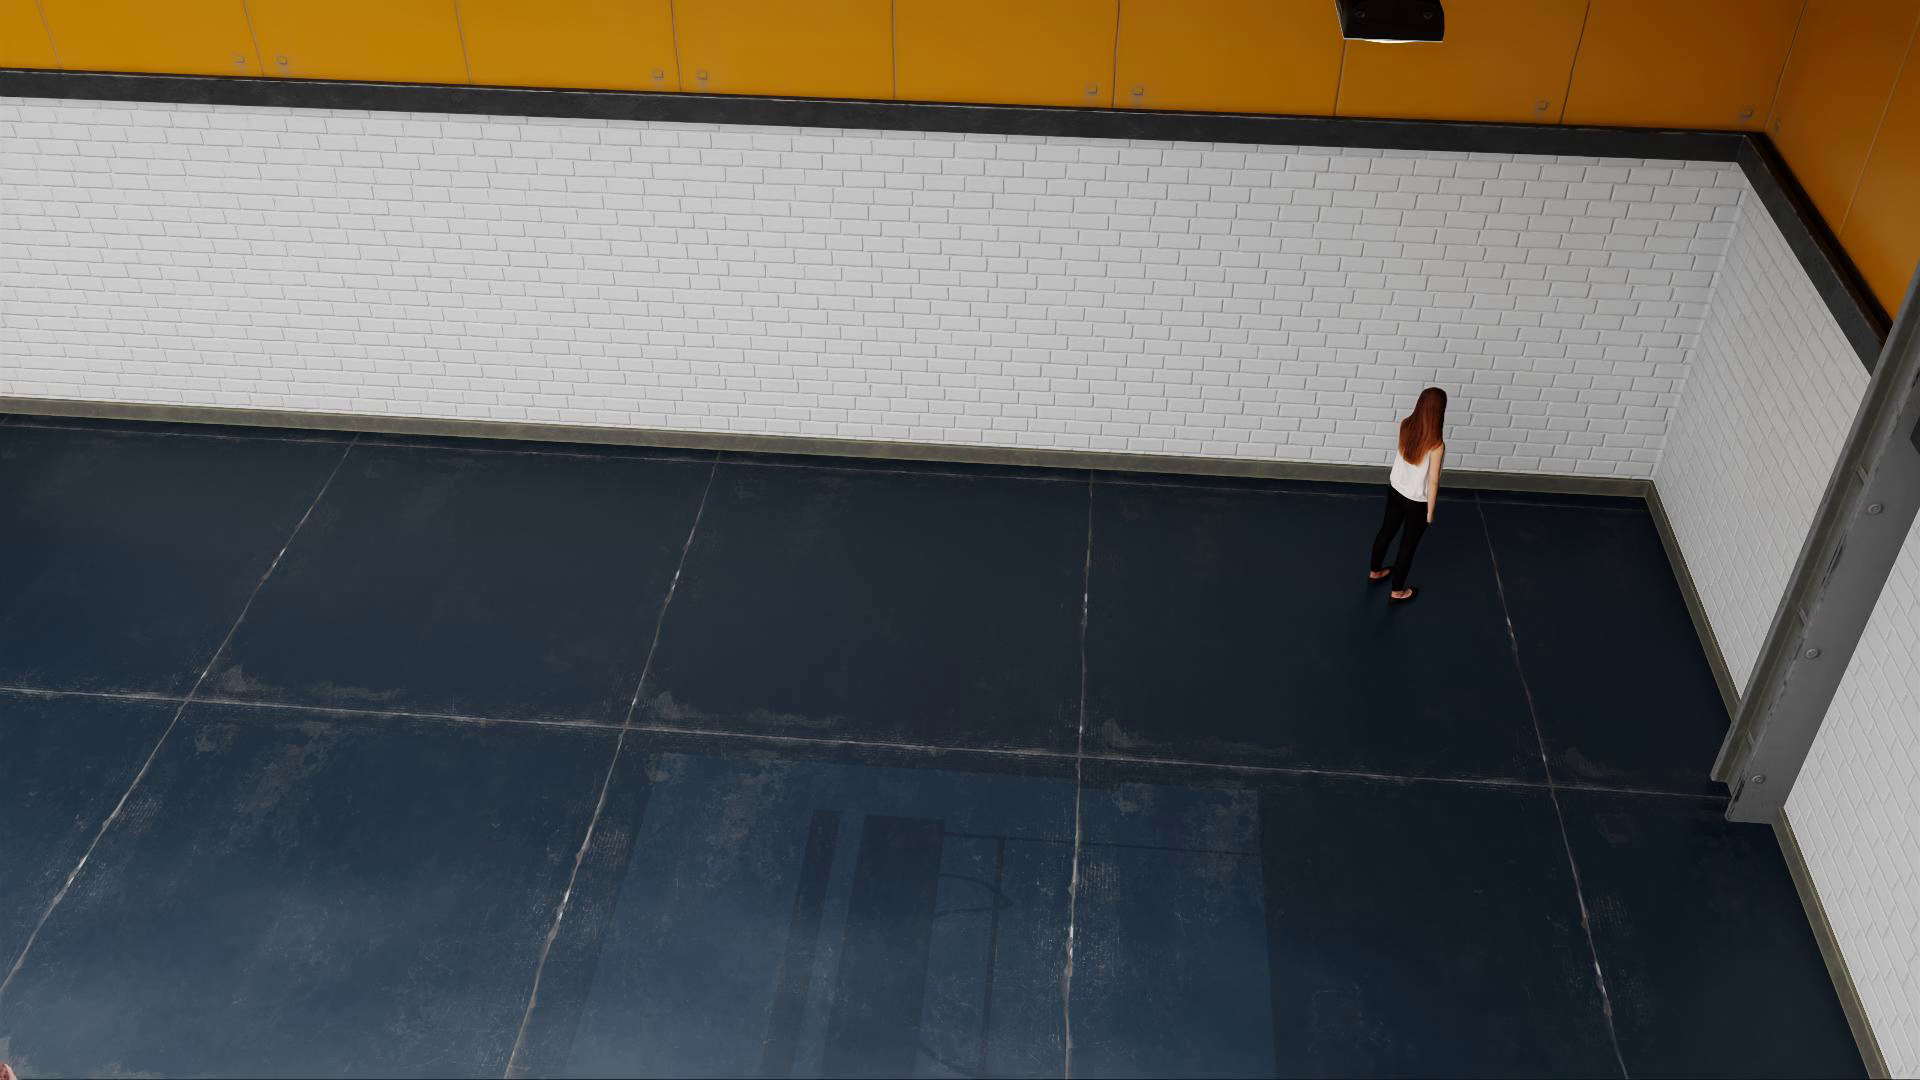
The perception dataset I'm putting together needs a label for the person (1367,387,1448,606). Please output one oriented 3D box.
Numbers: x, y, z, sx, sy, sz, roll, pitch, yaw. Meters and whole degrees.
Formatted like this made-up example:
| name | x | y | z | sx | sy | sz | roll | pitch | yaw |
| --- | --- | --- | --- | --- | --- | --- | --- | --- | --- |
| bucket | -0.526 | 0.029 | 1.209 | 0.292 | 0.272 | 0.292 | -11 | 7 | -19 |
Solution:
| name | x | y | z | sx | sy | sz | roll | pitch | yaw |
| --- | --- | --- | --- | --- | --- | --- | --- | --- | --- |
| person | 3.121 | -0.311 | 11.550 | 0.705 | 1.719 | 0.613 | -19 | 42 | -22 |
